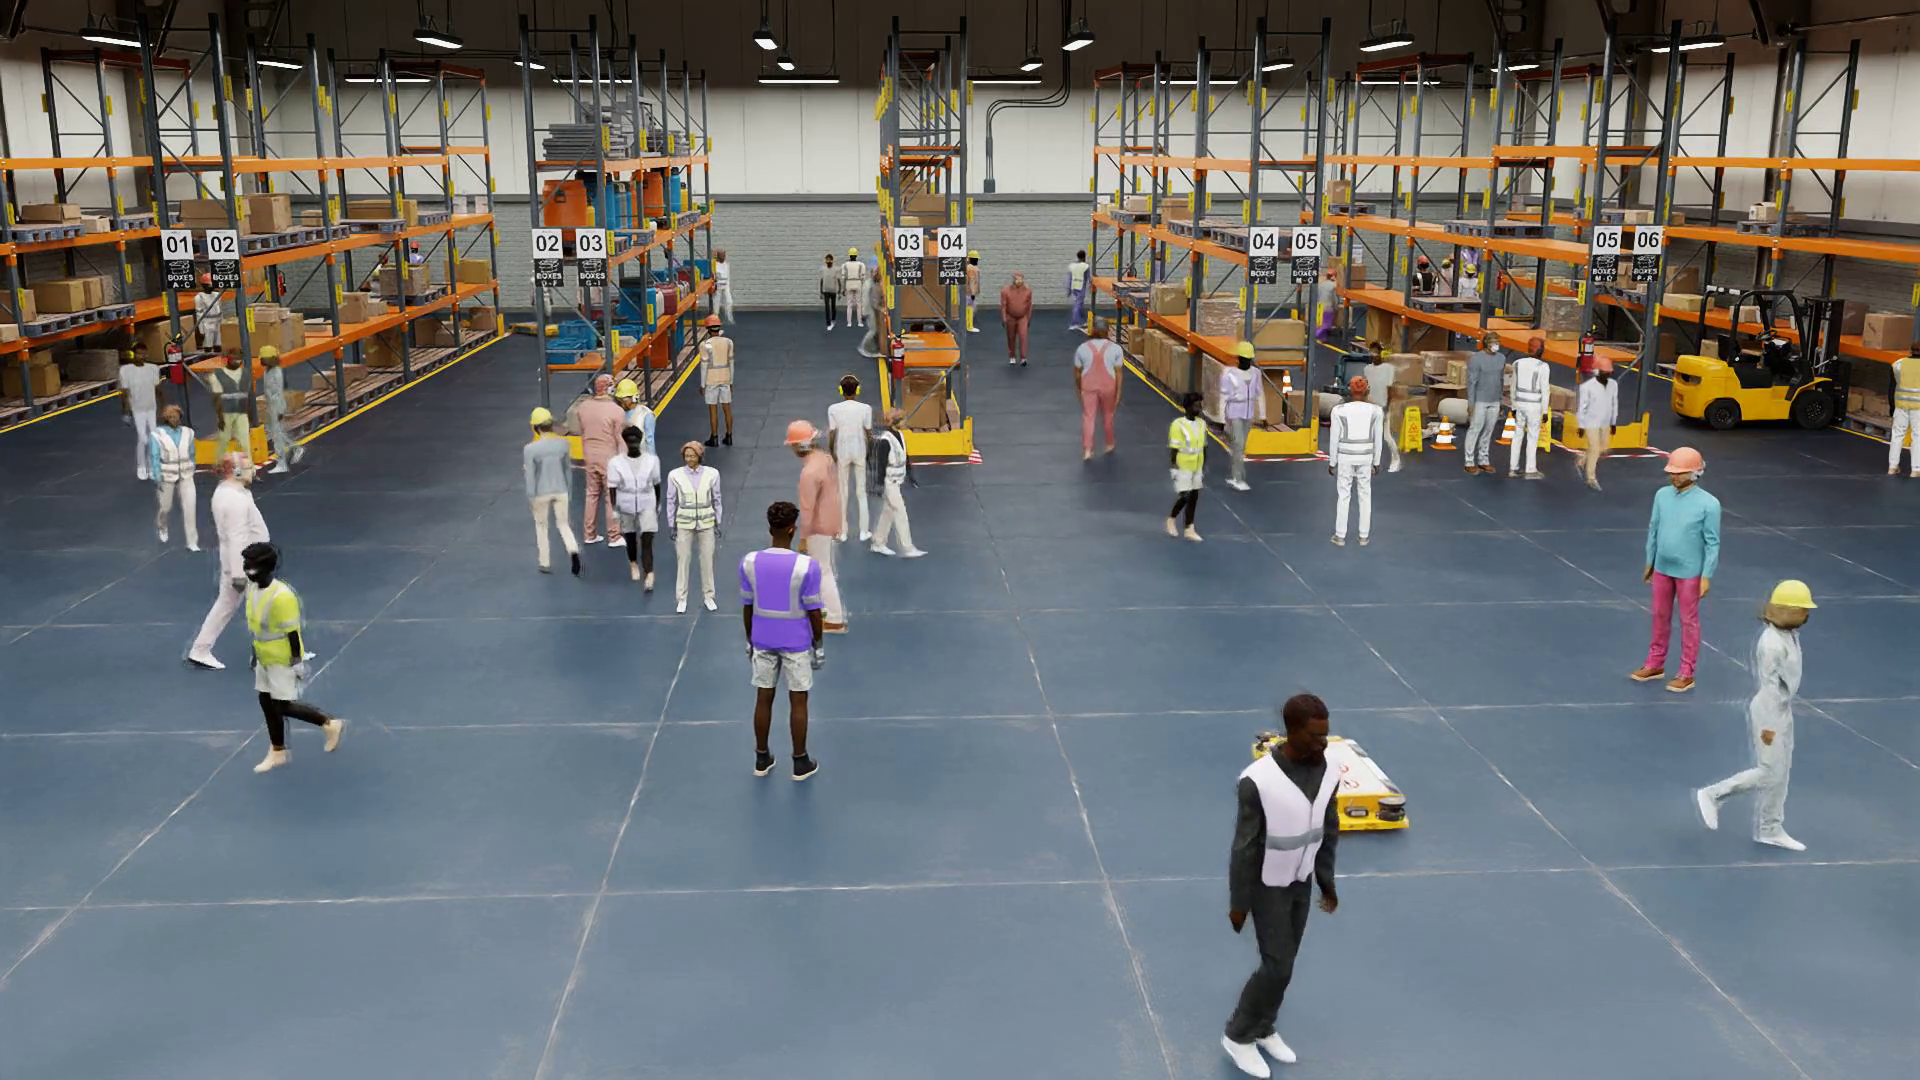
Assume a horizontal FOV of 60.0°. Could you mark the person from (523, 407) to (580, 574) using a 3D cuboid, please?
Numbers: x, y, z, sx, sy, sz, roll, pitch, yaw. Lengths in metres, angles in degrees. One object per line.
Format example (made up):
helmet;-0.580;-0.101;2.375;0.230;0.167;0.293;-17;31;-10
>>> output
person;-4.157;-0.483;16.935;0.533;1.748;0.621;-9;16;-34

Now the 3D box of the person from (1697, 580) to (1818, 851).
person;5.025;1.075;10.364;0.554;1.729;0.497;11;17;38

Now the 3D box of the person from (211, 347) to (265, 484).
person;-9.548;-1.653;21.831;0.953;1.790;0.583;9;16;35

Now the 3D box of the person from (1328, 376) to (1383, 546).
person;4.336;-0.866;18.275;0.575;1.883;0.355;0;13;1

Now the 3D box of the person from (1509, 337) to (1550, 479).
person;7.536;-1.746;22.001;0.337;1.880;0.584;-8;16;-31

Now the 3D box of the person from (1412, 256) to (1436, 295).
person;9.954;-5.104;35.894;0.608;2.039;0.395;-7;15;-26

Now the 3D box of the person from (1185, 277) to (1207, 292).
person;5.401;-5.499;38.211;0.570;1.730;0.717;-4;14;-17

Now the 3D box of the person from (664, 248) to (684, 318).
person;-7.332;-6.562;42.551;0.432;1.823;0.656;1;13;3

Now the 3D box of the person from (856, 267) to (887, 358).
person;-1.844;-4.710;34.556;0.674;1.889;0.709;3;14;13

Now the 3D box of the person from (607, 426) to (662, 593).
person;-3.225;-0.328;16.508;0.534;1.637;0.932;-3;14;-12

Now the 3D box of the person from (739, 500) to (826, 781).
person;-1.216;0.691;11.516;0.599;1.958;0.368;4;14;17

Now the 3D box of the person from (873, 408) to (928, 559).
person;-0.624;-0.604;17.744;0.721;1.605;0.529;4;14;15

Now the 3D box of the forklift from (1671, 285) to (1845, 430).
forklift;12.503;-2.886;26.166;2.313;2.155;1.214;-1;13;-3

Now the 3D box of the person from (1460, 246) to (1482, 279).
person;13.442;-6.979;43.830;0.615;2.041;0.391;-1;13;-3

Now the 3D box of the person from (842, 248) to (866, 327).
person;-2.584;-6.145;40.536;0.590;1.930;0.354;0;13;-1

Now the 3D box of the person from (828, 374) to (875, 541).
person;-1.207;-0.914;18.501;0.517;1.875;0.324;-1;13;-4

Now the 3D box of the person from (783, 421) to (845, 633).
person;-1.323;-0.102;14.890;0.635;1.953;0.647;1;13;6

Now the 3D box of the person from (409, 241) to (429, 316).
person;-14.182;-6.822;43.392;0.551;1.934;0.372;2;13;10

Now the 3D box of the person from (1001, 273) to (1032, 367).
person;1.141;-4.427;33.426;0.641;1.855;1.012;-1;13;-3

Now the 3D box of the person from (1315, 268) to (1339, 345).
person;8.075;-5.146;36.789;0.627;1.705;0.572;-7;15;-26

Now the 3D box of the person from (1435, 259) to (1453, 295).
person;11.514;-5.792;39.470;0.565;1.720;0.478;11;17;38

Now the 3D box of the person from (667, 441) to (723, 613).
person;-2.494;-0.127;15.669;0.521;1.636;0.311;-4;14;-16

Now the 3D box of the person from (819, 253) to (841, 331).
person;-3.119;-5.991;40.082;0.523;1.845;0.777;0;13;-2

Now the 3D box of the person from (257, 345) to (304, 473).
person;-9.196;-1.777;22.461;0.476;1.729;0.498;-11;17;-38

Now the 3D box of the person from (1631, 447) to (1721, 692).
person;5.777;0.229;13.402;0.400;1.989;0.623;-7;15;-28

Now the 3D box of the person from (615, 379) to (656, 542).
person;-3.644;-0.885;18.495;0.586;1.824;0.405;6;15;25

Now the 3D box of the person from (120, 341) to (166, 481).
person;-10.684;-1.685;21.818;0.429;1.849;0.523;11;17;39

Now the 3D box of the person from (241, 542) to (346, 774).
person;-4.711;0.801;11.645;0.552;1.679;0.521;12;18;41

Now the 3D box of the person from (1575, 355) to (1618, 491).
person;8.156;-1.525;21.385;0.575;1.732;0.540;-6;14;-23

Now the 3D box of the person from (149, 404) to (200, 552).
person;-8.583;-0.699;18.134;0.508;1.612;0.718;-13;18;-43

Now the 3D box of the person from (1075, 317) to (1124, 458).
person;1.974;-2.203;23.599;0.696;2.000;1.059;3;14;12

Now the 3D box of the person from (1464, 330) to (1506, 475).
person;7.036;-1.841;22.283;0.635;1.937;0.354;-7;15;-27

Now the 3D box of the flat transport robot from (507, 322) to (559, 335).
flat transport robot;-9.995;-4.990;39.196;1.431;0.197;0.652;11;17;39

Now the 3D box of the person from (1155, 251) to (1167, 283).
person;5.276;-6.845;44.138;0.507;1.633;0.278;10;17;36

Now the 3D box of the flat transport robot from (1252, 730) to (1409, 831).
flat transport robot;2.483;1.604;11.263;0.652;0.197;1.431;-1;13;-5

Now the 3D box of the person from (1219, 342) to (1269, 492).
person;3.663;-1.568;21.235;0.592;1.897;0.814;-8;15;-29

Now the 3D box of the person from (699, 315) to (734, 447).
person;-3.573;-2.328;24.370;0.543;1.928;0.371;-9;16;-35

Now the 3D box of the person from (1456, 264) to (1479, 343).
person;11.404;-5.311;37.371;0.522;1.763;0.320;-1;13;-3

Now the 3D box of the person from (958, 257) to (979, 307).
person;0.186;-6.362;42.104;0.547;1.613;0.649;-4;14;-17

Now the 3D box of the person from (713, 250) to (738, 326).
person;-5.795;-6.172;40.804;0.806;1.852;0.609;10;17;37

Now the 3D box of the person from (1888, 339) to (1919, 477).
person;12.696;-1.759;22.156;0.429;1.839;0.621;-10;17;-37

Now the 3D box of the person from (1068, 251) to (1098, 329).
person;3.002;-6.073;40.365;1.003;1.861;0.599;-11;17;-39

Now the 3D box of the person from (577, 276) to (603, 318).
person;-8.070;-5.194;36.376;0.612;1.991;0.391;1;13;4

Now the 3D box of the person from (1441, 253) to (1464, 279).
person;12.341;-6.338;41.766;0.599;1.730;0.501;4;14;16

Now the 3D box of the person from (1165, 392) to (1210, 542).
person;2.545;-0.809;18.425;0.552;1.688;0.350;-10;17;-38

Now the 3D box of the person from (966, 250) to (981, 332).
person;0.305;-5.922;39.602;0.374;1.923;0.595;-1;13;-2

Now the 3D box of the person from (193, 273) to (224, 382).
person;-13.973;-3.961;31.079;0.403;2.036;0.601;4;14;18

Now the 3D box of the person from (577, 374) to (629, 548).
person;-3.886;-0.869;18.280;0.642;1.899;0.397;7;15;26

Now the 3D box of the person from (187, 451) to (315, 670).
person;-6.048;0.174;13.916;0.969;1.867;0.656;-9;16;-32

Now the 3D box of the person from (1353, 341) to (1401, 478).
person;5.627;-1.769;22.244;0.963;1.827;0.514;-13;18;-43

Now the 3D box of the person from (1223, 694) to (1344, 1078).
person;1.516;1.606;7.825;0.602;1.891;0.461;-10;17;-38

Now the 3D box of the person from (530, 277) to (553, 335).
person;-9.735;-5.574;38.764;0.528;1.620;0.385;-5;14;-22
